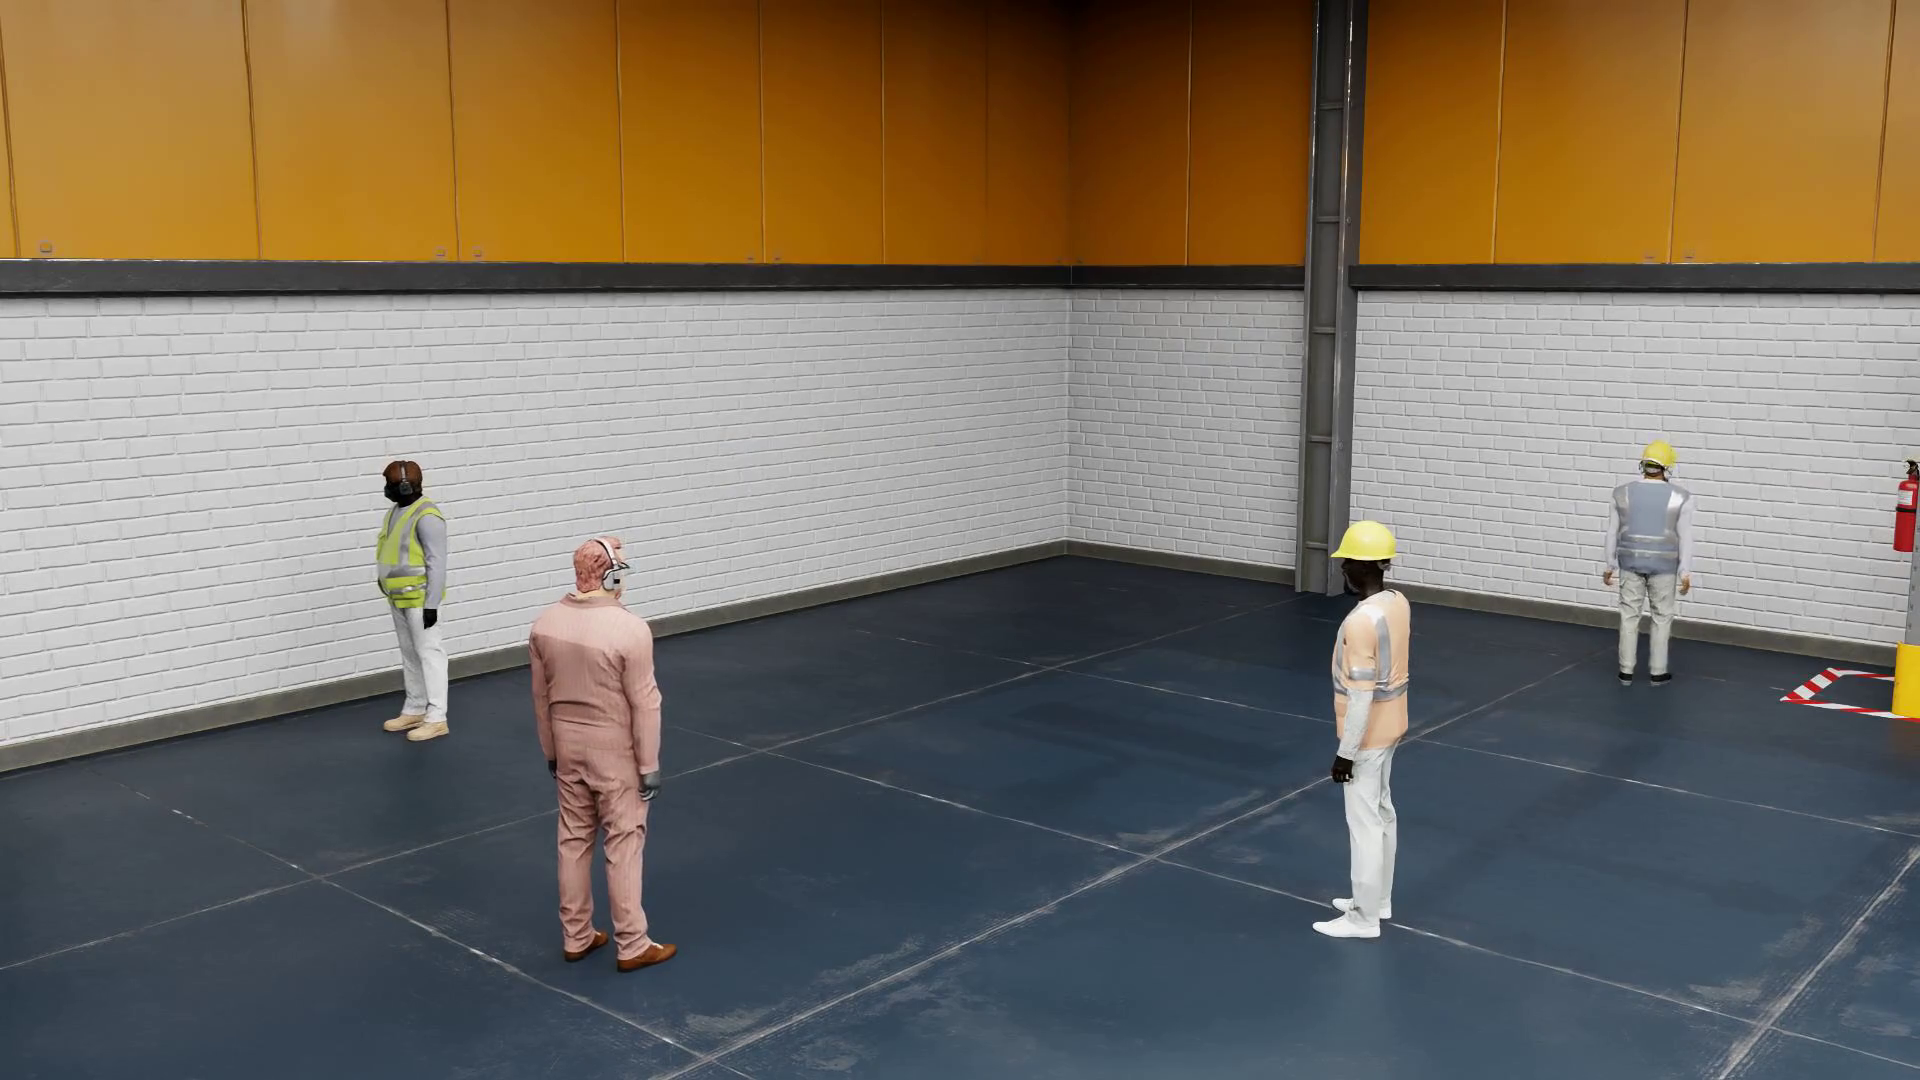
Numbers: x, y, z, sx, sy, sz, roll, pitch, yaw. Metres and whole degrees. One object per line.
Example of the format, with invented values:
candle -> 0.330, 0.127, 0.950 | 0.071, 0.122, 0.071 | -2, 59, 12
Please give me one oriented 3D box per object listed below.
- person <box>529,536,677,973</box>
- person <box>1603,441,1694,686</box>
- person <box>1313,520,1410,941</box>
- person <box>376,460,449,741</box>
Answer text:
person -> -1.556, 0.930, 7.294 | 0.642, 1.909, 0.399 | 5, 10, 28
person -> 5.071, 0.185, 12.263 | 0.629, 1.818, 0.424 | 6, 11, 32
person -> 1.851, 0.868, 7.623 | 0.371, 1.927, 0.588 | 5, 10, 29
person -> -3.588, 0.388, 10.914 | 0.430, 1.841, 0.624 | -8, 12, -41
